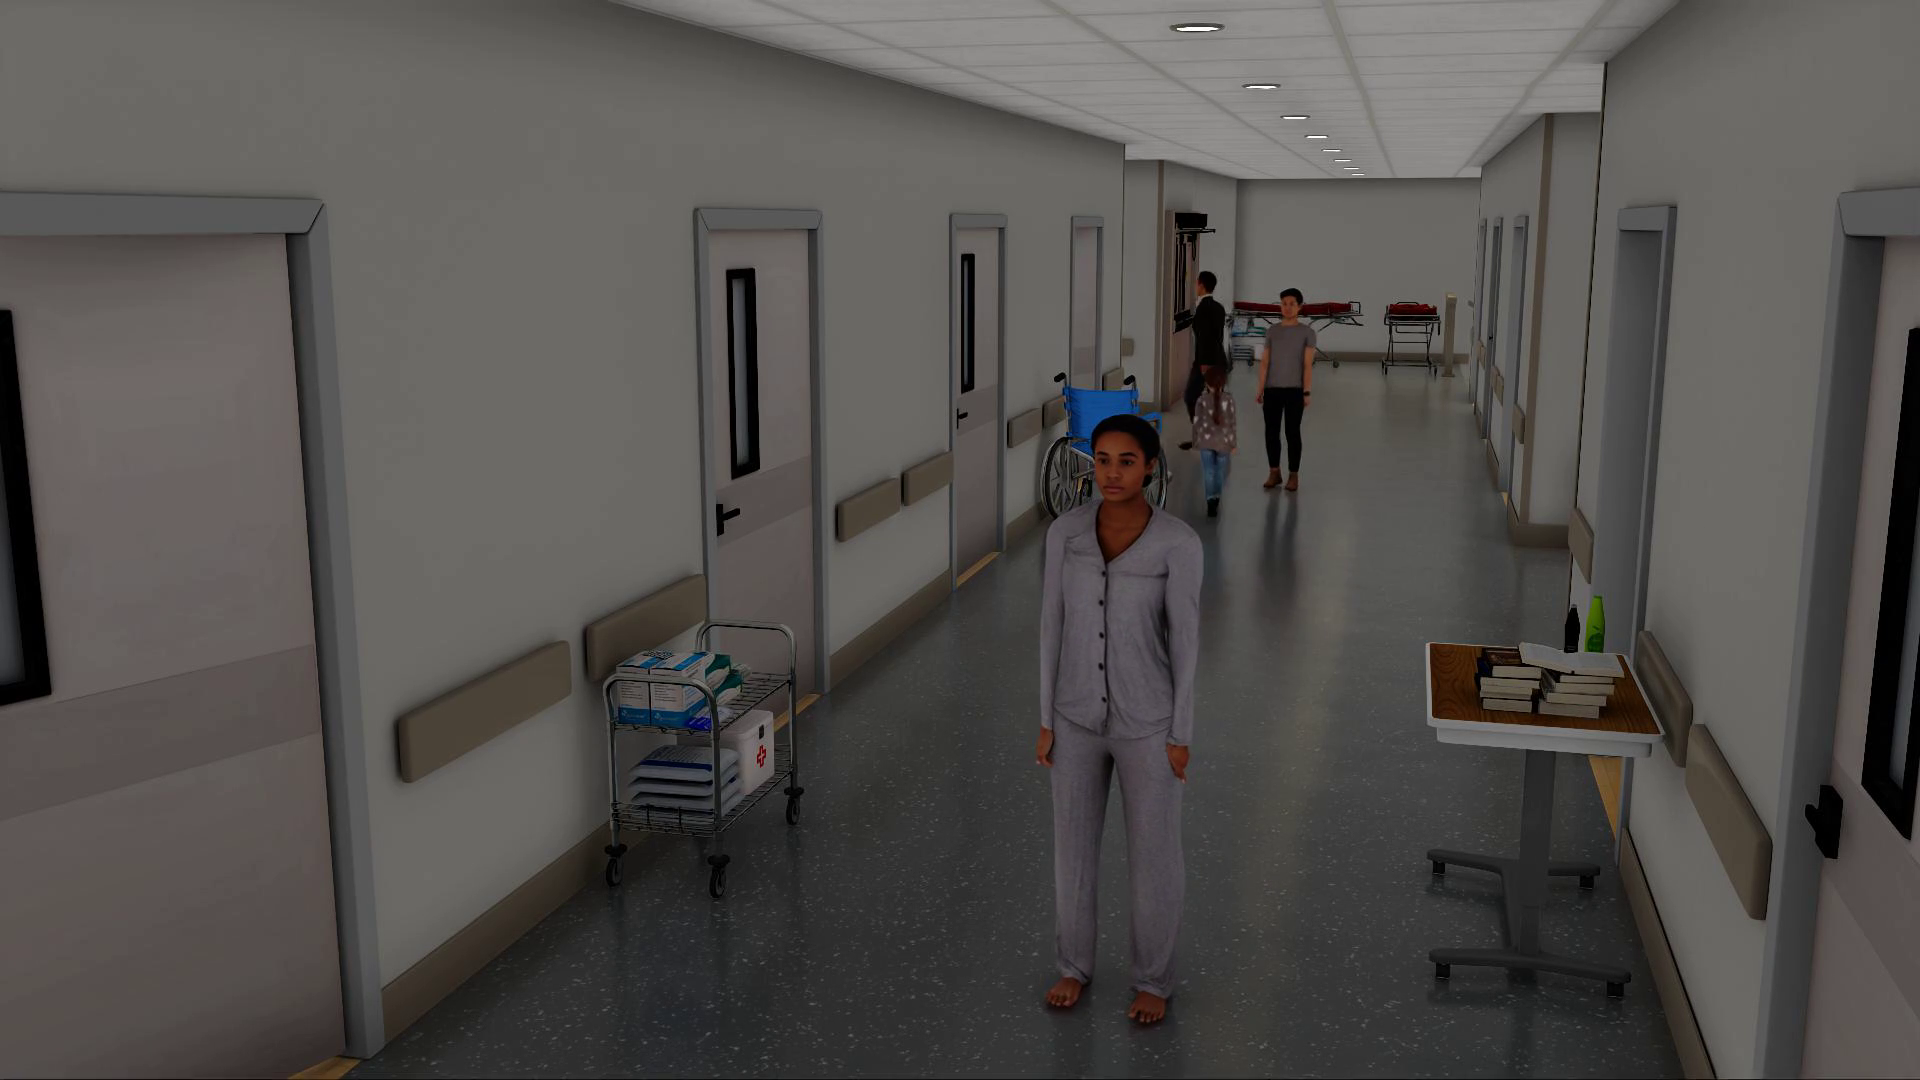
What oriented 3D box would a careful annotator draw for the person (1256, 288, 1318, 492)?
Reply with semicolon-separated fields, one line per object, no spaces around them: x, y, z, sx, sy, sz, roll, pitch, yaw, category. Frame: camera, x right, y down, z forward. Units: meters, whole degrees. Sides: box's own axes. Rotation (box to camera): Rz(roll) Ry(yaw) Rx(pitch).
2.791;-1.302;14.278;0.696;1.715;0.698;7;13;33;person

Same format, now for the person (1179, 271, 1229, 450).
2.536;-1.737;16.409;0.887;1.777;0.806;7;13;32;person

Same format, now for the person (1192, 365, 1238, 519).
1.946;-0.725;12.723;0.584;1.163;0.878;1;11;6;person

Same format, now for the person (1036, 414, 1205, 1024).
0.449;0.495;4.764;0.645;1.733;0.580;5;12;23;person
